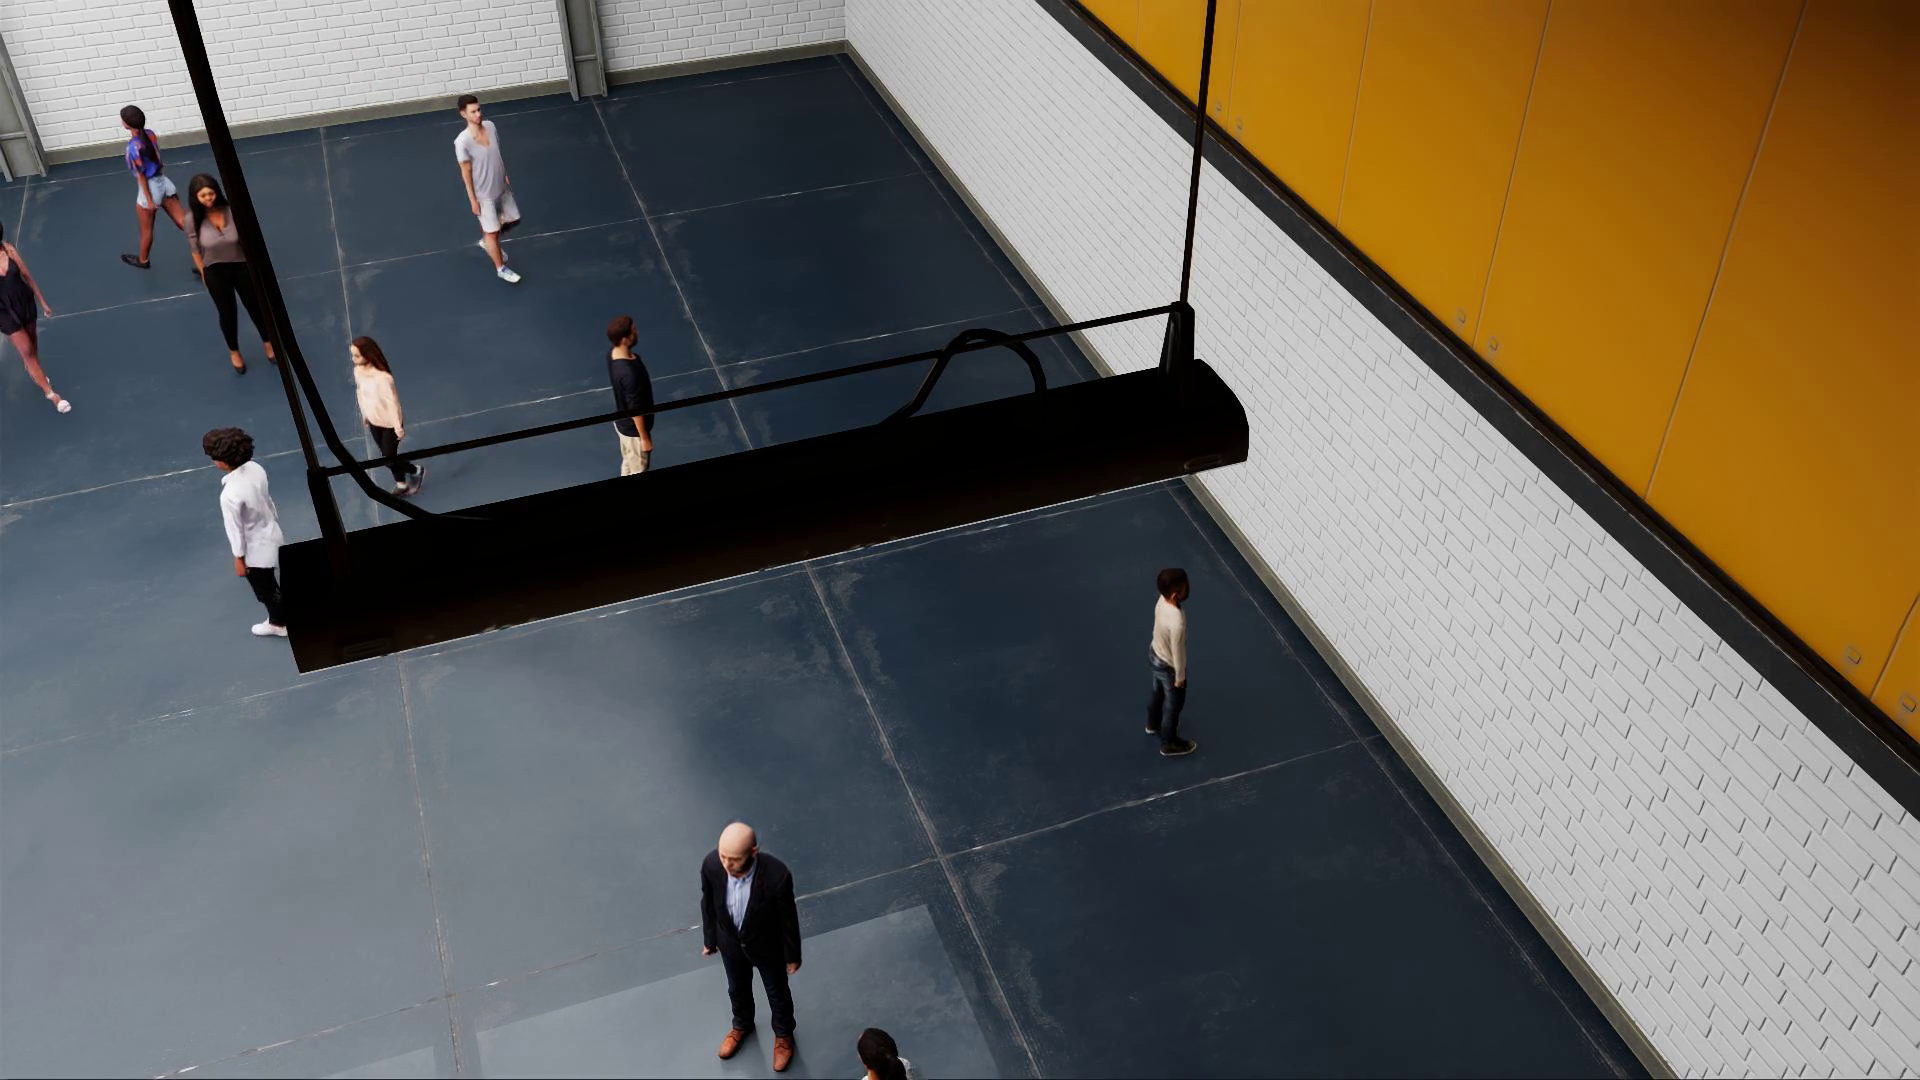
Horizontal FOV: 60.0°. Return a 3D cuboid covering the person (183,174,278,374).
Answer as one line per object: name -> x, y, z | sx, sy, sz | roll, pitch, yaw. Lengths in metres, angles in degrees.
person -> -6.265, -2.294, 14.253 | 0.602, 1.841, 0.748 | -22, 43, -25

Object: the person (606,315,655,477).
person -> -2.450, -0.855, 12.441 | 0.567, 1.852, 0.645 | -16, 41, -19

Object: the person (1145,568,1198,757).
person -> 1.314, 0.762, 10.731 | 0.600, 1.460, 0.597 | -7, 39, -9

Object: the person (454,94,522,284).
person -> -4.465, -3.298, 15.505 | 0.981, 1.846, 0.925 | 20, 43, 23

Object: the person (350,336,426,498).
person -> -4.403, -0.954, 12.865 | 0.703, 1.478, 0.748 | 24, 45, 27

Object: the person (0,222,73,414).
person -> -7.910, -1.935, 13.881 | 0.991, 1.743, 1.079 | 26, 45, 29

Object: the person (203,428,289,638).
person -> -4.731, 0.023, 11.393 | 1.065, 1.790, 0.854 | 1, 39, 2

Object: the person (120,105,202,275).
person -> -7.399, -3.203, 15.509 | 1.232, 1.693, 1.009 | 7, 39, 9

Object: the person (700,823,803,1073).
person -> -1.091, 2.112, 8.770 | 0.721, 1.798, 0.834 | 9, 40, 11
